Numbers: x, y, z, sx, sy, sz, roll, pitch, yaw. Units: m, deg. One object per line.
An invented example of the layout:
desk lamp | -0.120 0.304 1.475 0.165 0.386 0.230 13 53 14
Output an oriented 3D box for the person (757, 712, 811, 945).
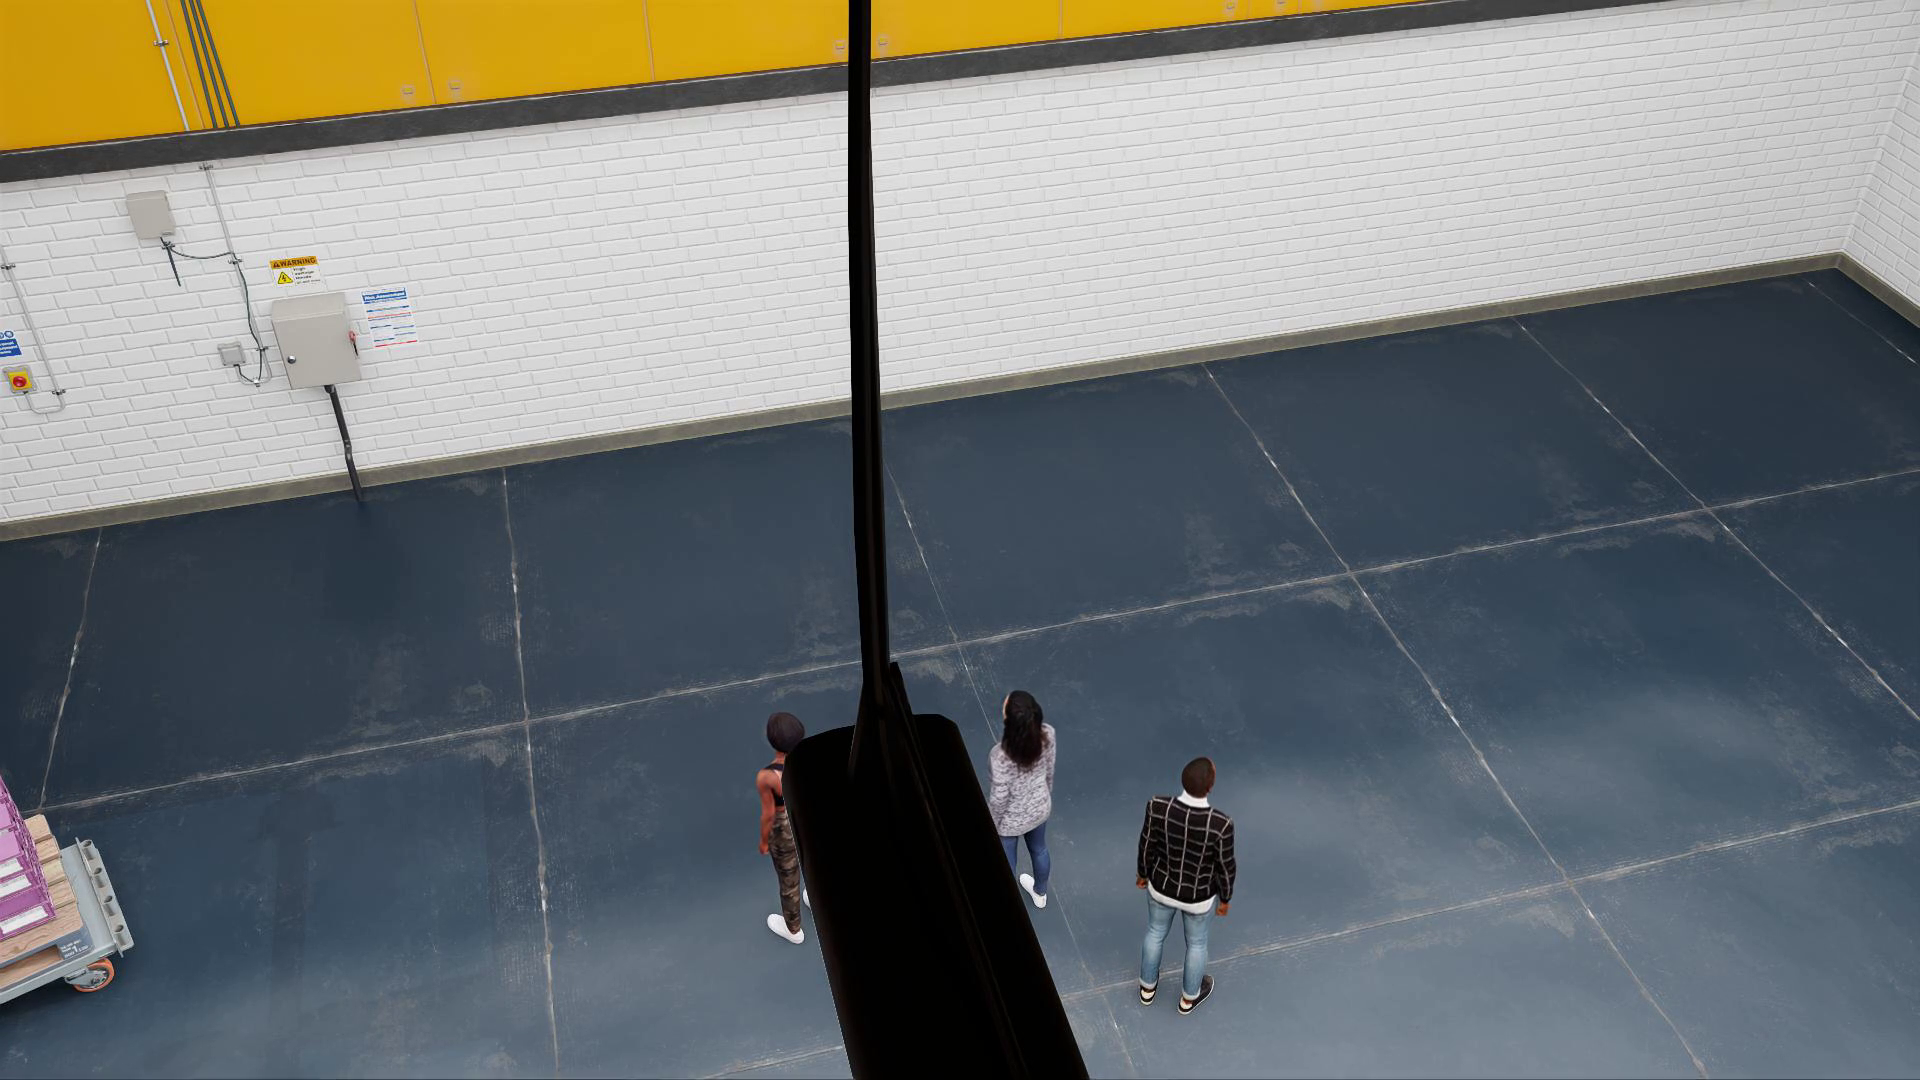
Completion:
person | -0.918 1.582 9.194 0.658 1.701 0.676 -31 48 -33

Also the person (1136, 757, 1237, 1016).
person | 1.170 1.829 8.790 0.743 1.819 0.763 14 41 17

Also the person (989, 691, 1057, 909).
person | 0.334 1.496 9.276 0.677 1.733 0.654 -26 45 -29
